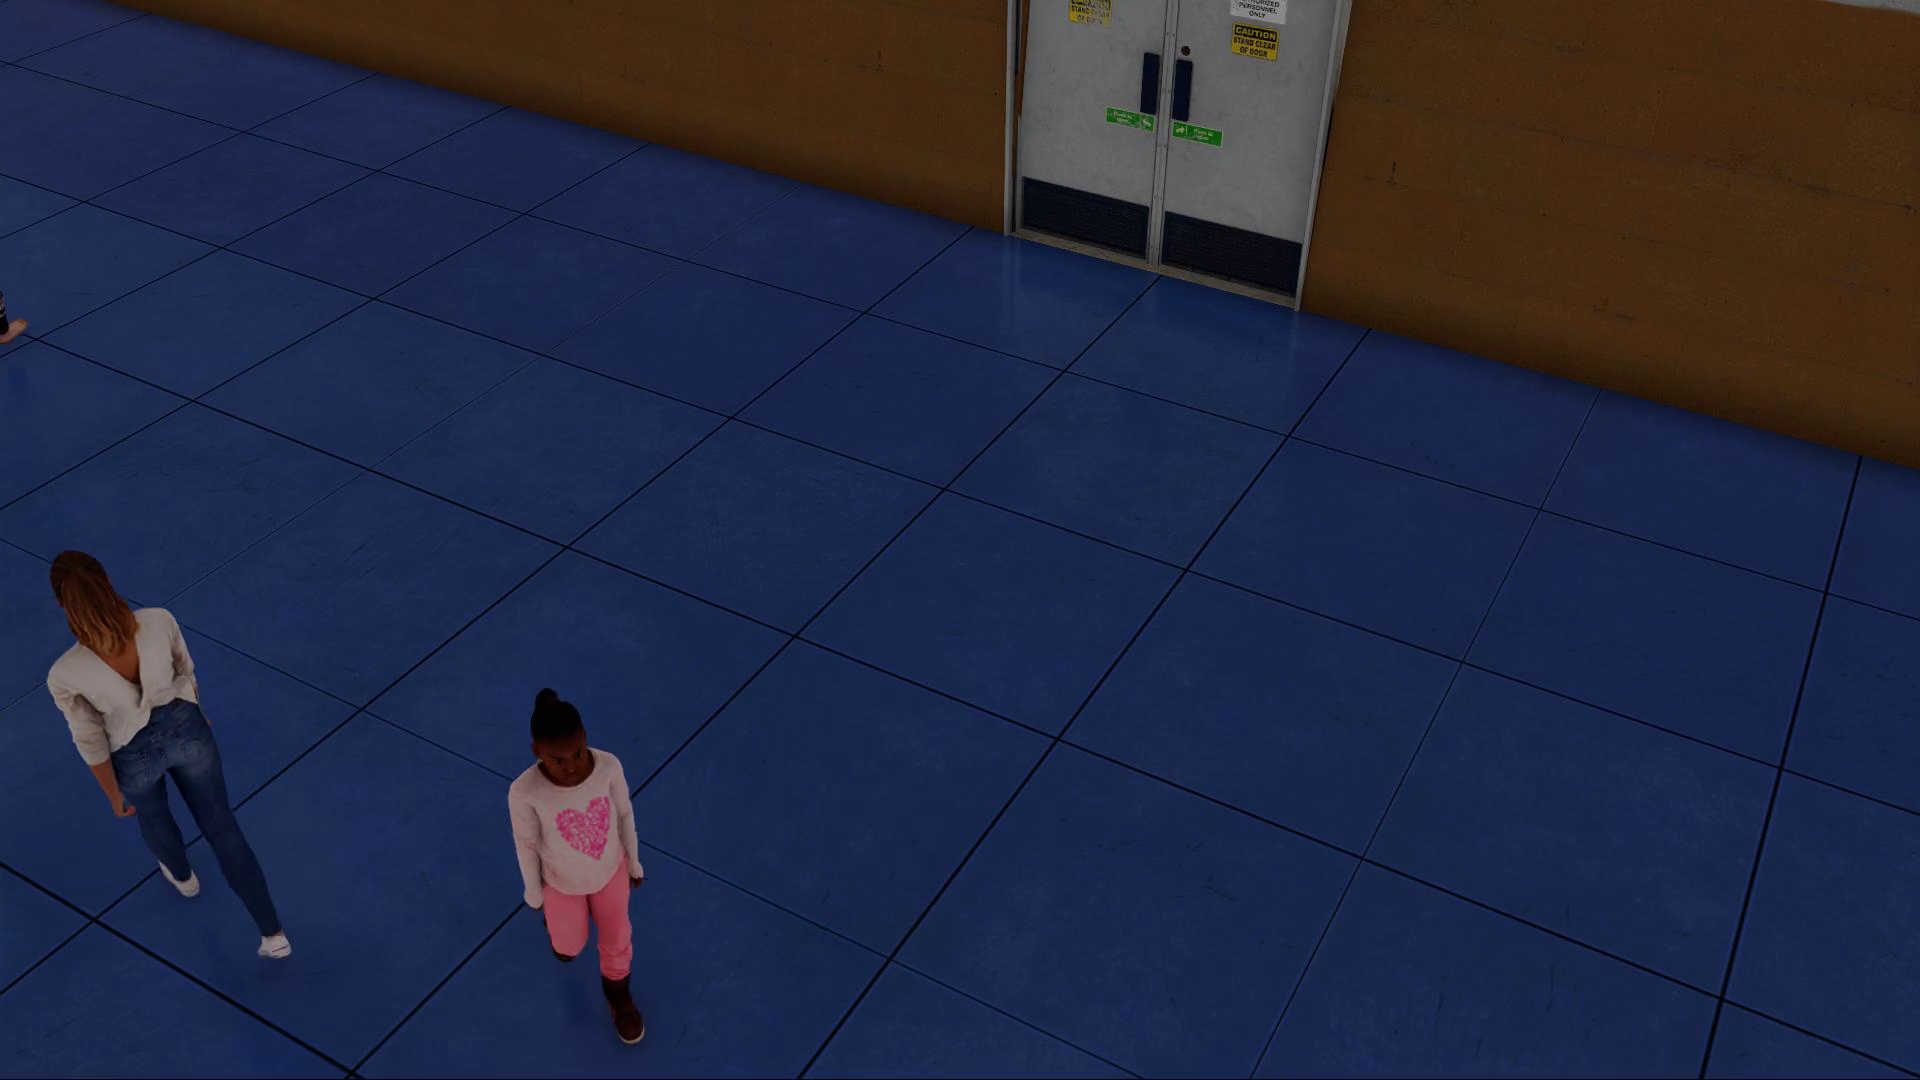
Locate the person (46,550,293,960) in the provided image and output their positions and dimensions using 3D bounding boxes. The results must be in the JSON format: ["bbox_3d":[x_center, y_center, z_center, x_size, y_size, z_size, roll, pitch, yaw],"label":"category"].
[{"bbox_3d":[-2.669,0.772,5.657,1.134,1.688,0.891,-29,45,-33],"label":"person"}]

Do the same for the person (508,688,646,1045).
[{"bbox_3d":[-1.278,1.037,5.514,0.840,1.436,0.841,-18,40,-22],"label":"person"}]
